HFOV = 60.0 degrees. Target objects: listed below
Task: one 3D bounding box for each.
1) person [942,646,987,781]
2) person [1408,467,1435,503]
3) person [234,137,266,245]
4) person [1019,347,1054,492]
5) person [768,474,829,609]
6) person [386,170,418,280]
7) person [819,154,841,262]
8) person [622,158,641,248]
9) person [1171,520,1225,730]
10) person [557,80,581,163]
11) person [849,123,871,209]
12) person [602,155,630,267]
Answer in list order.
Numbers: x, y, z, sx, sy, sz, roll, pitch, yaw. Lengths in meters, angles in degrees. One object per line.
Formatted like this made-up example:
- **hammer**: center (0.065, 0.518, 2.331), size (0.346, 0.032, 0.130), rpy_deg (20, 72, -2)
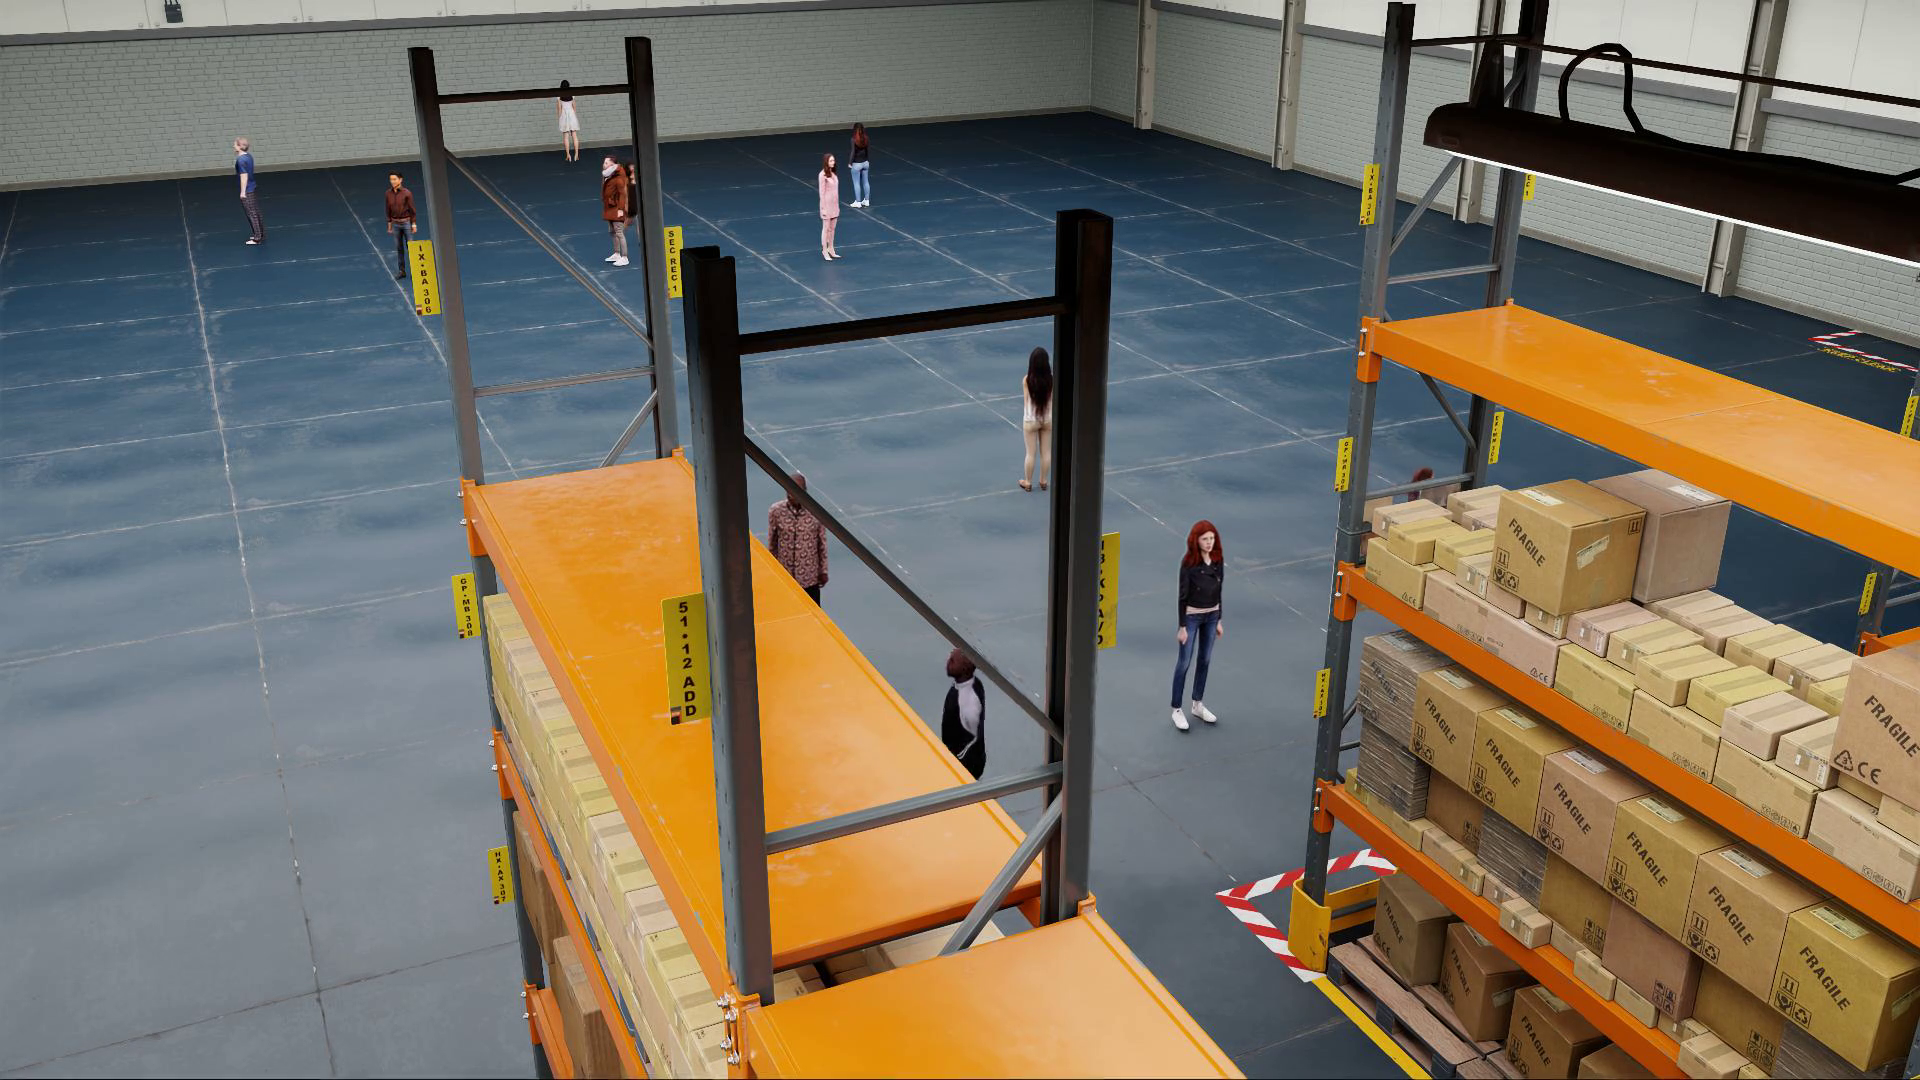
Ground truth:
- **person**: center (0.104, 1.530, 11.487), size (0.930, 1.817, 0.911), rpy_deg (0, 23, 1)
- **person**: center (4.514, -0.222, 16.524), size (0.666, 1.099, 0.606), rpy_deg (5, 24, 12)
- **person**: center (-12.711, -6.249, 29.710), size (0.785, 1.872, 0.612), rpy_deg (-2, 23, -5)
- **person**: center (0.874, -1.325, 18.410), size (0.623, 1.653, 0.566), rpy_deg (-10, 25, -23)
- **person**: center (-1.407, 0.267, 14.467), size (0.762, 1.808, 0.735), rpy_deg (-1, 23, -2)
- **person**: center (-9.161, -5.188, 27.330), size (0.713, 1.781, 0.706), rpy_deg (2, 23, 6)
- **person**: center (-2.255, -5.735, 28.589), size (0.707, 1.803, 0.693), rpy_deg (13, 27, 29)
- **person**: center (-5.765, -5.867, 29.131), size (0.754, 1.622, 1.082), rpy_deg (-18, 29, -35)
- **person**: center (1.946, 0.676, 13.535), size (0.571, 1.787, 0.509), rpy_deg (-11, 25, -24)
- **person**: center (-8.762, -9.387, 37.213), size (0.628, 1.775, 0.608), rpy_deg (-10, 25, -23)
- **person**: center (-1.971, -7.376, 32.664), size (0.711, 1.634, 0.672), rpy_deg (-20, 30, -39)
- **person**: center (-5.858, -5.606, 28.243), size (0.816, 1.837, 0.691), rpy_deg (-15, 27, -31)
